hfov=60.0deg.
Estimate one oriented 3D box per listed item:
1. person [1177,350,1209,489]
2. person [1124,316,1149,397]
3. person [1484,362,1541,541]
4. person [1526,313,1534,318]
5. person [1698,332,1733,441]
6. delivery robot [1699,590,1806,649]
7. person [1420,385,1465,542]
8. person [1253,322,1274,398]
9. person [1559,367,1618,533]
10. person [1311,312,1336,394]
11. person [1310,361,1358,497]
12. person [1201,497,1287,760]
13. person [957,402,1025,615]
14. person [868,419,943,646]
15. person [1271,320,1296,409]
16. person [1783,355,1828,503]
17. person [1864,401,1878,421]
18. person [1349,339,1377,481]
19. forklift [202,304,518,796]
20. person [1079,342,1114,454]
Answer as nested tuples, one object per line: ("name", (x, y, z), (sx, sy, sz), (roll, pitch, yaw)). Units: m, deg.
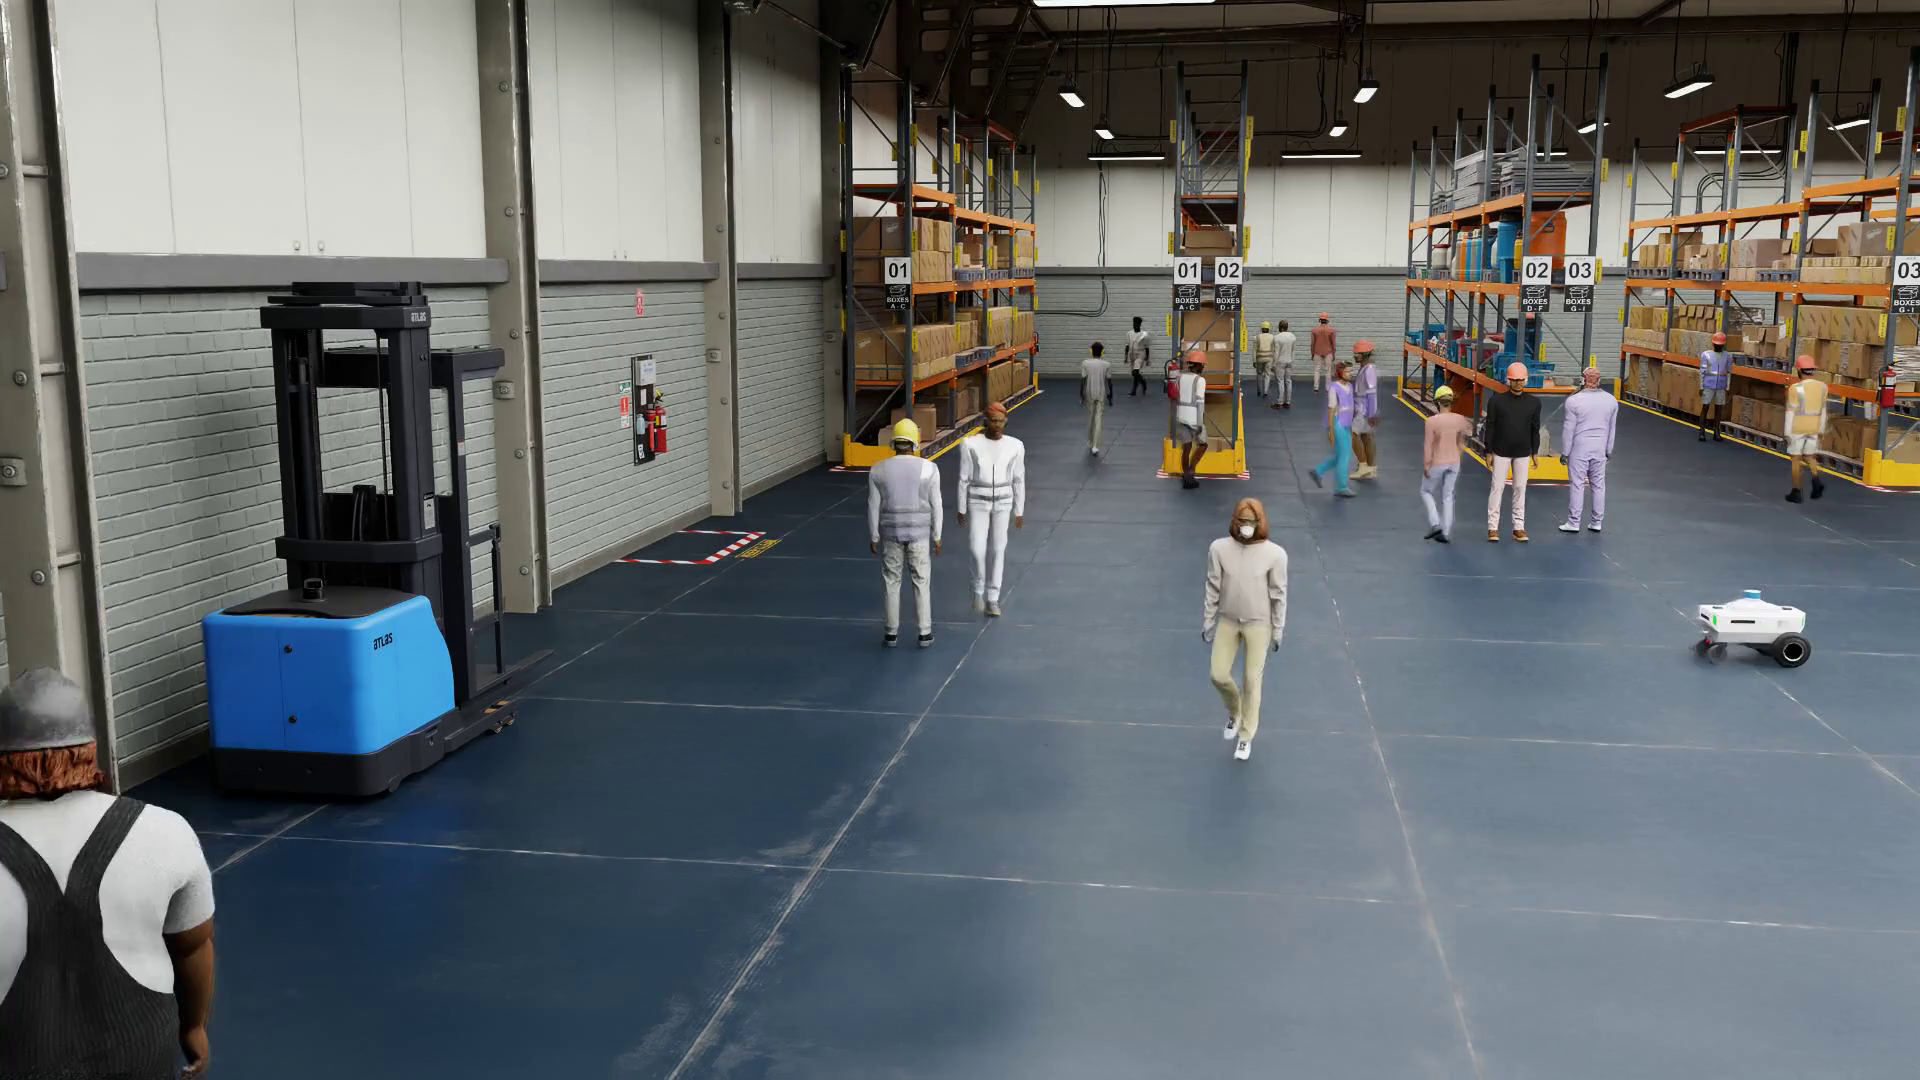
("person", (3.239, -1.671, 23.074), (0.420, 1.916, 0.538), (-7, 12, -38))
("person", (4.299, -4.416, 39.932), (0.593, 1.939, 0.856), (9, 13, 43))
("person", (6.161, -0.981, 18.558), (0.609, 1.995, 0.376), (0, 9, 2))
("person", (13.725, -4.482, 40.186), (0.616, 1.986, 0.408), (-7, 12, -37))
("person", (13.390, -2.718, 29.480), (0.542, 1.928, 0.374), (1, 9, 9))
("delivery robot", (6.130, 0.631, 12.886), (0.707, 0.478, 0.477), (1, 9, 5))
("person", (5.357, -0.844, 18.508), (0.522, 1.741, 0.382), (-2, 9, -14))
("person", (7.284, -4.301, 39.677), (0.611, 1.782, 0.950), (1, 9, 8))
("person", (7.222, -1.039, 19.187), (0.643, 1.909, 0.410), (-2, 9, -10))
("person", (8.898, -4.576, 40.729), (0.612, 1.995, 0.379), (3, 10, 18))
("person", (5.056, -1.503, 22.309), (0.627, 1.820, 0.580), (6, 11, 33))
("person", (1.765, 0.536, 10.323), (0.526, 1.620, 0.380), (4, 10, 22))
("person", (0.280, -0.267, 14.504), (0.587, 1.873, 0.414), (-1, 9, -8))
("person", (-0.437, -0.059, 13.373), (0.599, 1.829, 0.404), (0, 9, 0))
("person", (7.067, -3.851, 36.434), (0.628, 1.940, 0.373), (-7, 11, -35))
("person", (10.983, -1.440, 21.602), (0.580, 1.924, 0.487), (-2, 9, -9))
("person", (17.723, -3.130, 32.363), (0.652, 1.811, 0.725), (2, 9, 13))
("person", (5.739, -1.854, 23.833), (0.538, 2.023, 0.617), (2, 9, 10))
("forklift", (-3.673, -0.038, 10.147), (1.129, 2.768, 1.873), (1, 9, 9))
("person", (2.277, -2.373, 27.681), (0.559, 1.813, 0.975), (1, 9, 8))
